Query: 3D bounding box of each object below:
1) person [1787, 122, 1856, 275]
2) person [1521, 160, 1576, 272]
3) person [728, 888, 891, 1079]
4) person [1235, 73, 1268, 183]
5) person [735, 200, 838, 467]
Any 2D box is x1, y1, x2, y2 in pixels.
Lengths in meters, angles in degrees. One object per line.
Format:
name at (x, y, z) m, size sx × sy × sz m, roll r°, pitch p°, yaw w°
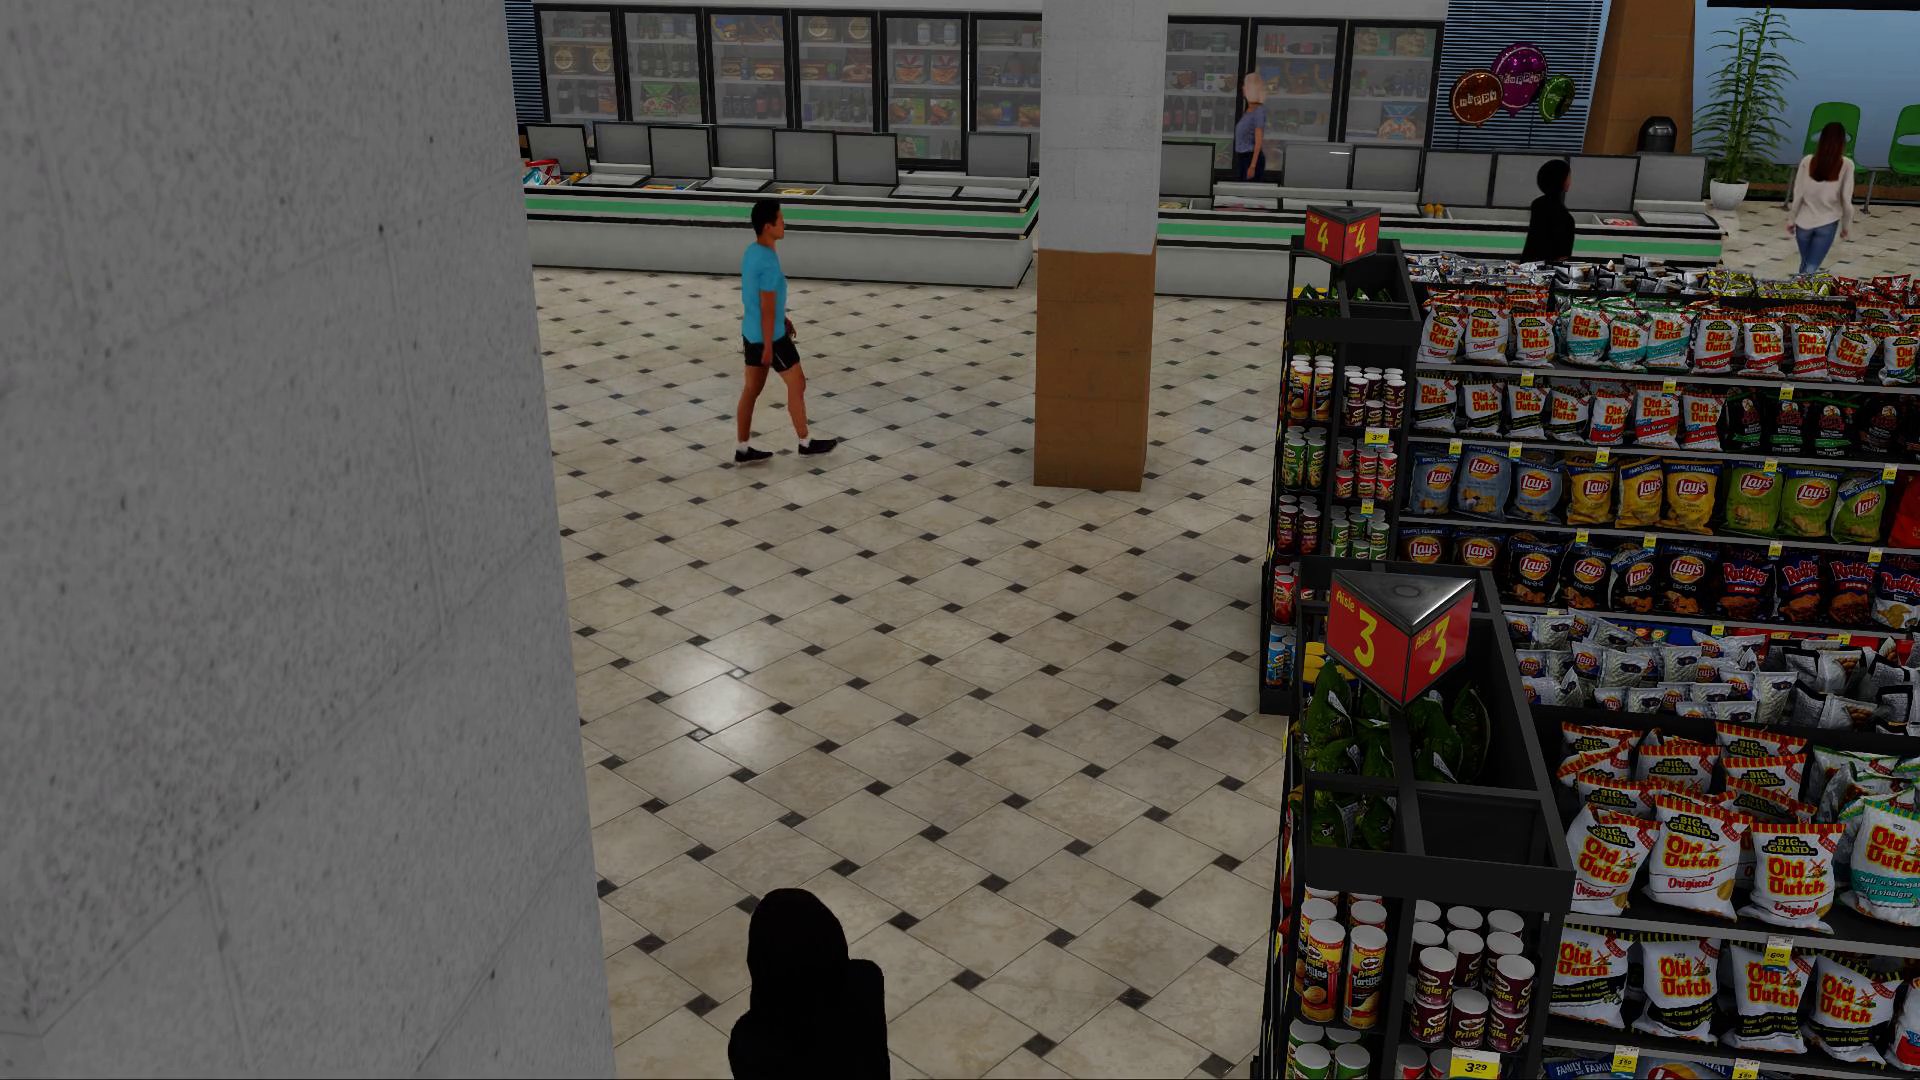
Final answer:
person at (7.130, -2.592, 13.881) m, size 1.179 × 1.649 × 1.061 m, roll 19°, pitch 30°, yaw 36°
person at (4.330, -1.977, 12.412) m, size 0.654 × 1.698 × 0.641 m, roll -5°, pitch 24°, yaw -12°
person at (-0.306, 1.630, 4.292) m, size 1.056 × 1.599 × 0.935 m, roll 21°, pitch 31°, yaw 39°
person at (2.875, -3.722, 16.374) m, size 0.571 × 1.720 × 0.610 m, roll 0°, pitch 24°, yaw -1°
person at (-1.356, -1.307, 10.824) m, size 1.031 × 1.744 × 0.912 m, roll -10°, pitch 26°, yaw -23°
